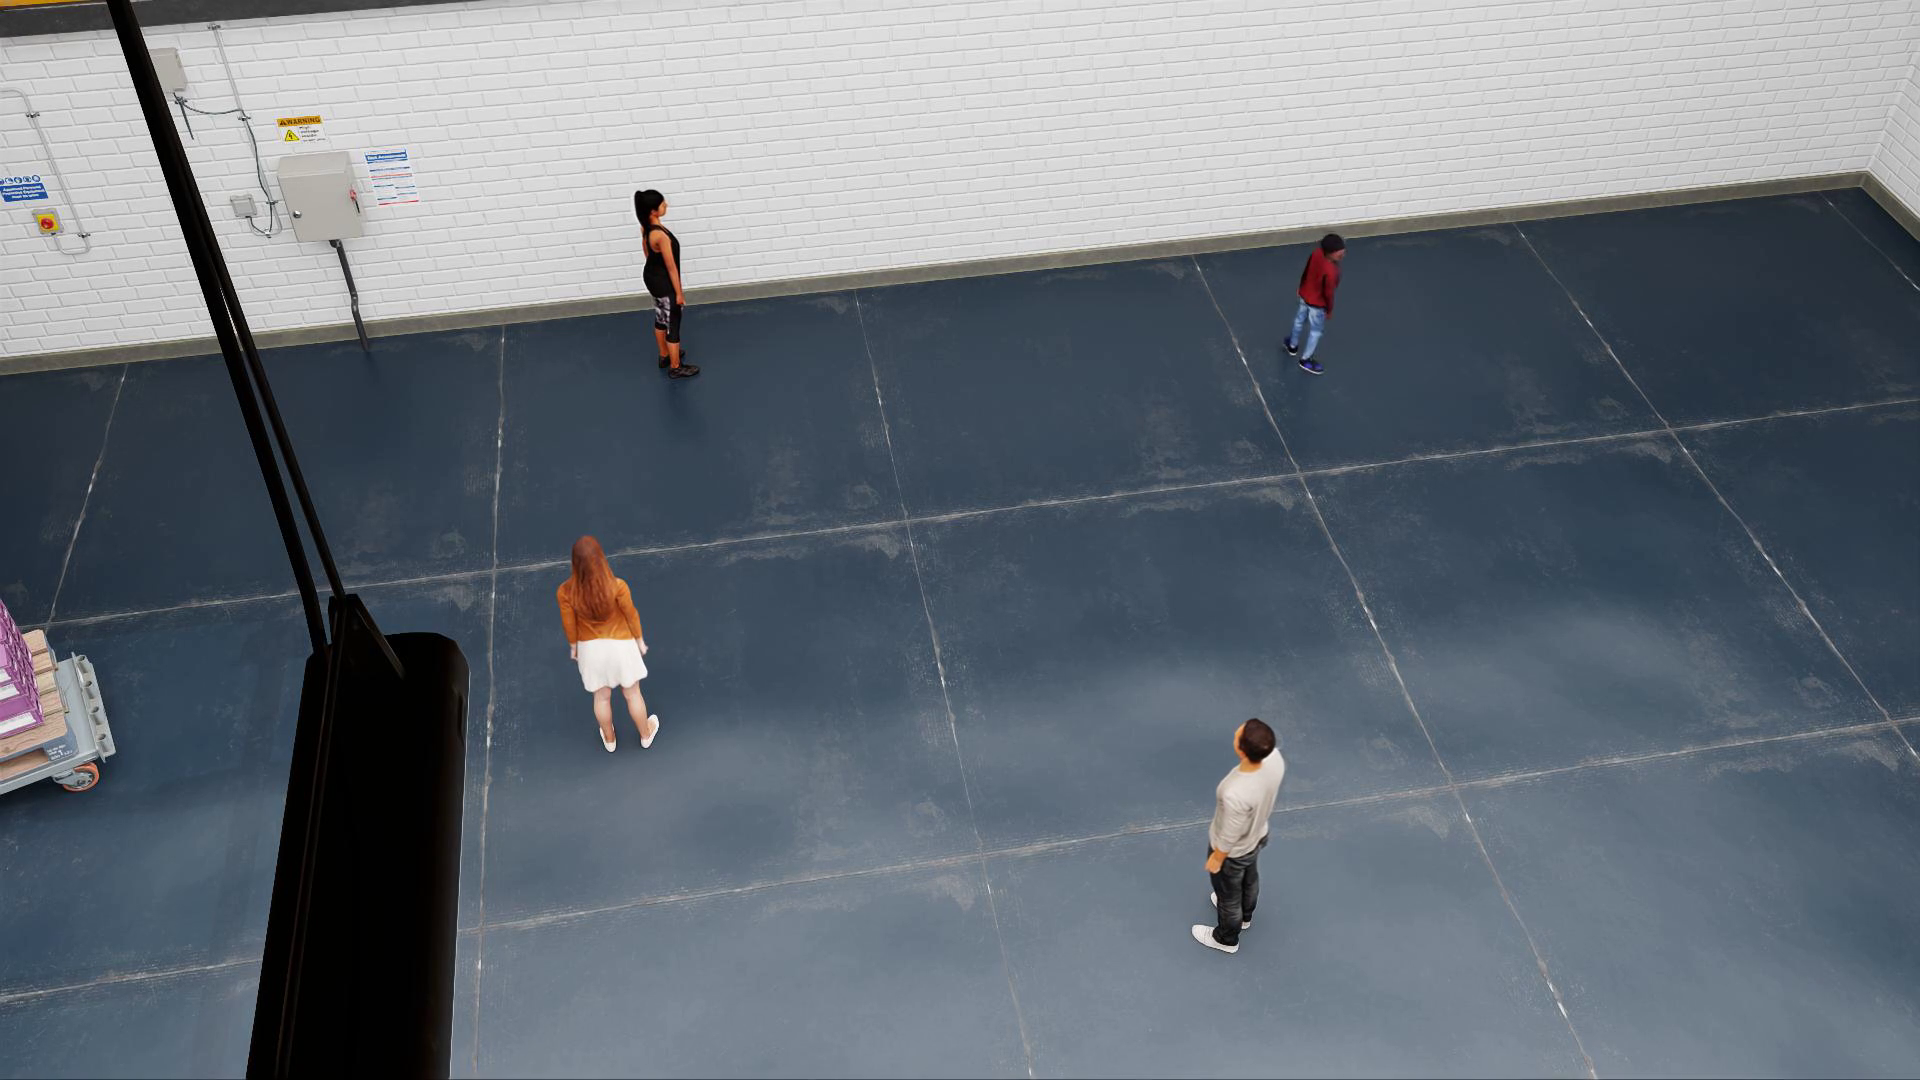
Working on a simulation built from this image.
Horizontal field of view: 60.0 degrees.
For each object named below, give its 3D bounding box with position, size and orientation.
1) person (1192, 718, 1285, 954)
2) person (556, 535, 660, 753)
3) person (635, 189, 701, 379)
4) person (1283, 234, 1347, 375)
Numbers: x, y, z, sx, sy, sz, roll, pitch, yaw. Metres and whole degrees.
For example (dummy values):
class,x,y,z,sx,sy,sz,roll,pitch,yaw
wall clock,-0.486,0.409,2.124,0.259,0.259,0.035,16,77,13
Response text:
class,x,y,z,sx,sy,sz,roll,pitch,yaw
person,1.525,1.607,9.011,0.775,1.811,0.724,27,50,26
person,-2.138,0.651,10.078,0.629,1.723,0.578,-4,44,-4
person,-2.305,-2.008,12.912,0.714,1.663,0.576,-25,49,-24
person,2.771,-1.932,13.141,0.757,1.236,0.502,-25,49,-24
